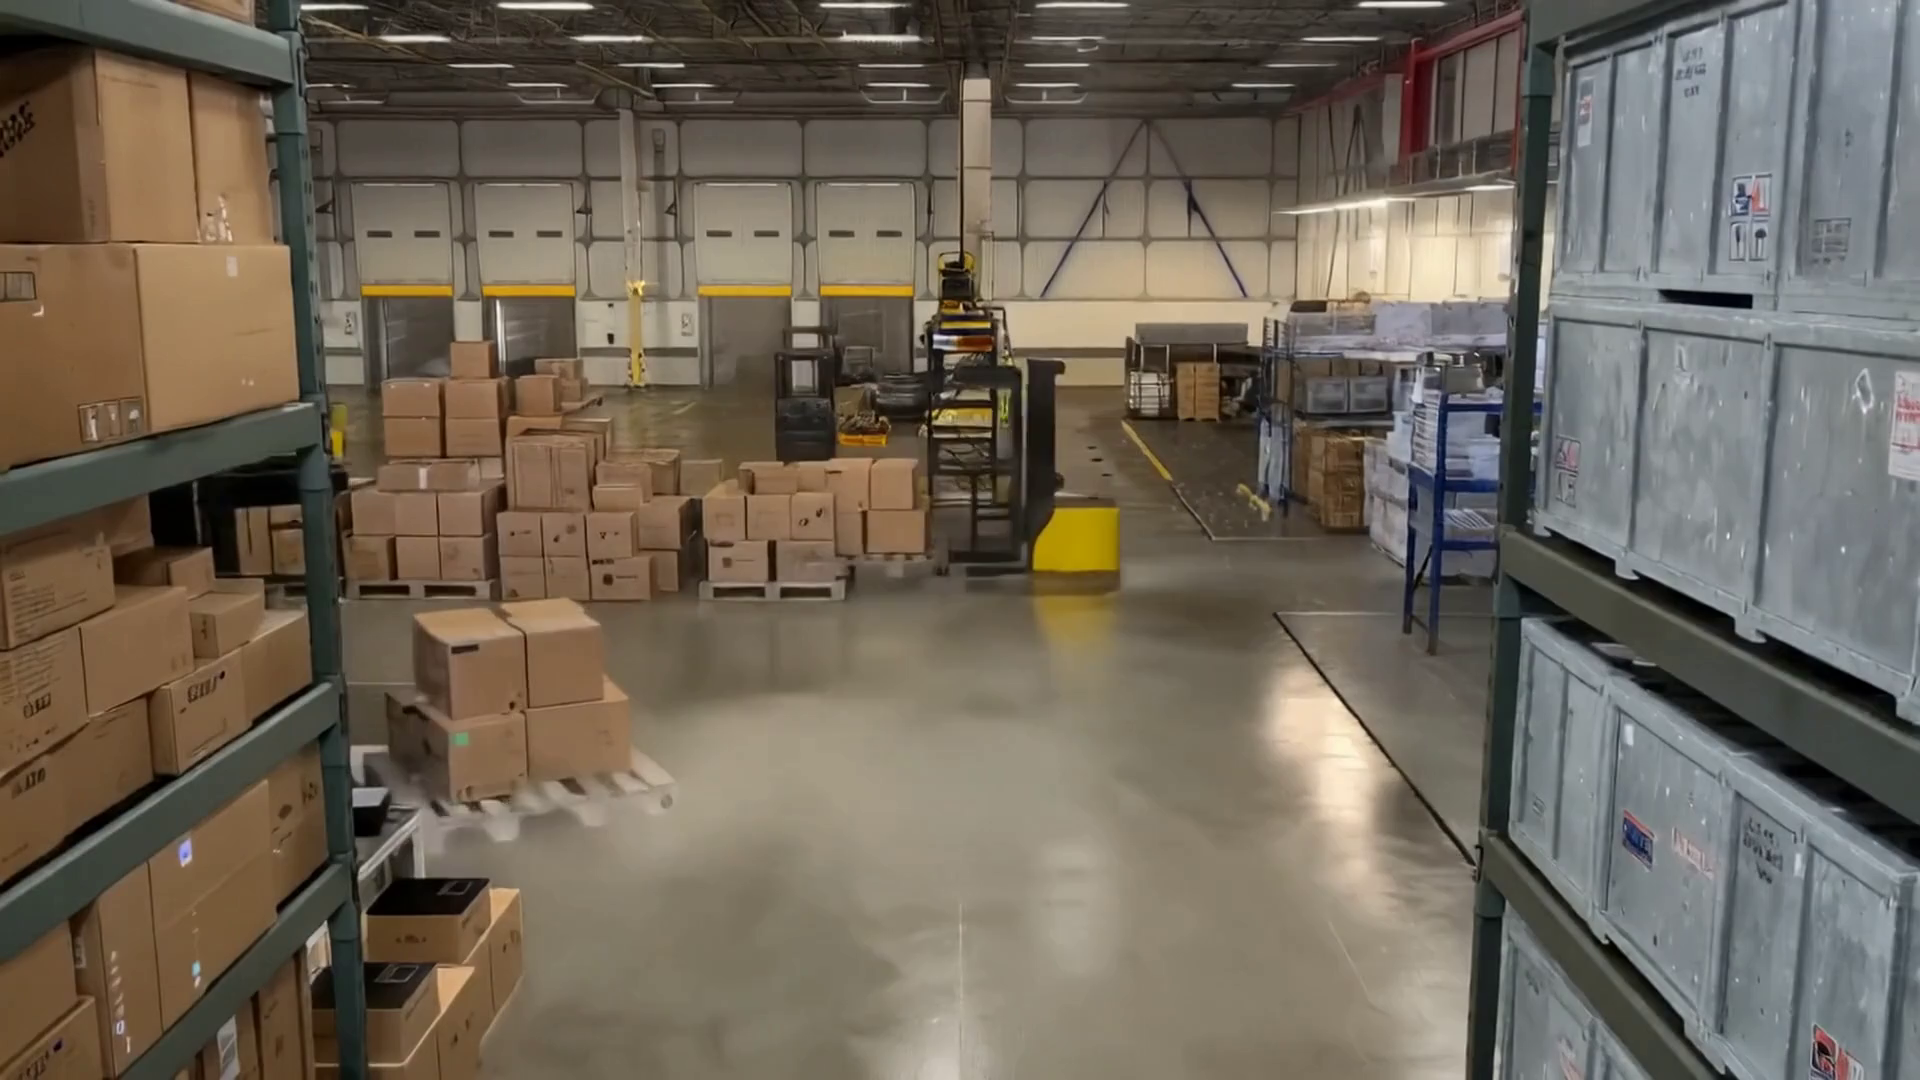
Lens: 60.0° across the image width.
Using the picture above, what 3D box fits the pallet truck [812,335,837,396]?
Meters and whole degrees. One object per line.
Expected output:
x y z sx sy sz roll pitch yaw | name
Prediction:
-3.021 -4.312 43.126 1.885 1.965 0.823 3 10 17 | pallet truck

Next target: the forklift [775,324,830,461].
-2.831 -2.538 30.347 1.129 2.768 1.873 -1 10 -6 | forklift

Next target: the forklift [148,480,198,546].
-4.898 0.928 10.347 1.873 2.768 1.129 -5 11 -29 | forklift

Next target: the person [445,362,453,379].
-11.549 -3.229 37.909 0.307 1.641 0.514 4 11 23 | person

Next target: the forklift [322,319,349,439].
-13.003 -2.989 32.947 1.129 2.768 1.873 0 10 1 | forklift

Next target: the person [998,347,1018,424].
1.171 -3.751 40.232 0.557 1.887 1.009 -3 10 -16 | person

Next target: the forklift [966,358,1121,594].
1.012 -0.806 20.353 1.873 2.768 1.129 0 10 1 | forklift
